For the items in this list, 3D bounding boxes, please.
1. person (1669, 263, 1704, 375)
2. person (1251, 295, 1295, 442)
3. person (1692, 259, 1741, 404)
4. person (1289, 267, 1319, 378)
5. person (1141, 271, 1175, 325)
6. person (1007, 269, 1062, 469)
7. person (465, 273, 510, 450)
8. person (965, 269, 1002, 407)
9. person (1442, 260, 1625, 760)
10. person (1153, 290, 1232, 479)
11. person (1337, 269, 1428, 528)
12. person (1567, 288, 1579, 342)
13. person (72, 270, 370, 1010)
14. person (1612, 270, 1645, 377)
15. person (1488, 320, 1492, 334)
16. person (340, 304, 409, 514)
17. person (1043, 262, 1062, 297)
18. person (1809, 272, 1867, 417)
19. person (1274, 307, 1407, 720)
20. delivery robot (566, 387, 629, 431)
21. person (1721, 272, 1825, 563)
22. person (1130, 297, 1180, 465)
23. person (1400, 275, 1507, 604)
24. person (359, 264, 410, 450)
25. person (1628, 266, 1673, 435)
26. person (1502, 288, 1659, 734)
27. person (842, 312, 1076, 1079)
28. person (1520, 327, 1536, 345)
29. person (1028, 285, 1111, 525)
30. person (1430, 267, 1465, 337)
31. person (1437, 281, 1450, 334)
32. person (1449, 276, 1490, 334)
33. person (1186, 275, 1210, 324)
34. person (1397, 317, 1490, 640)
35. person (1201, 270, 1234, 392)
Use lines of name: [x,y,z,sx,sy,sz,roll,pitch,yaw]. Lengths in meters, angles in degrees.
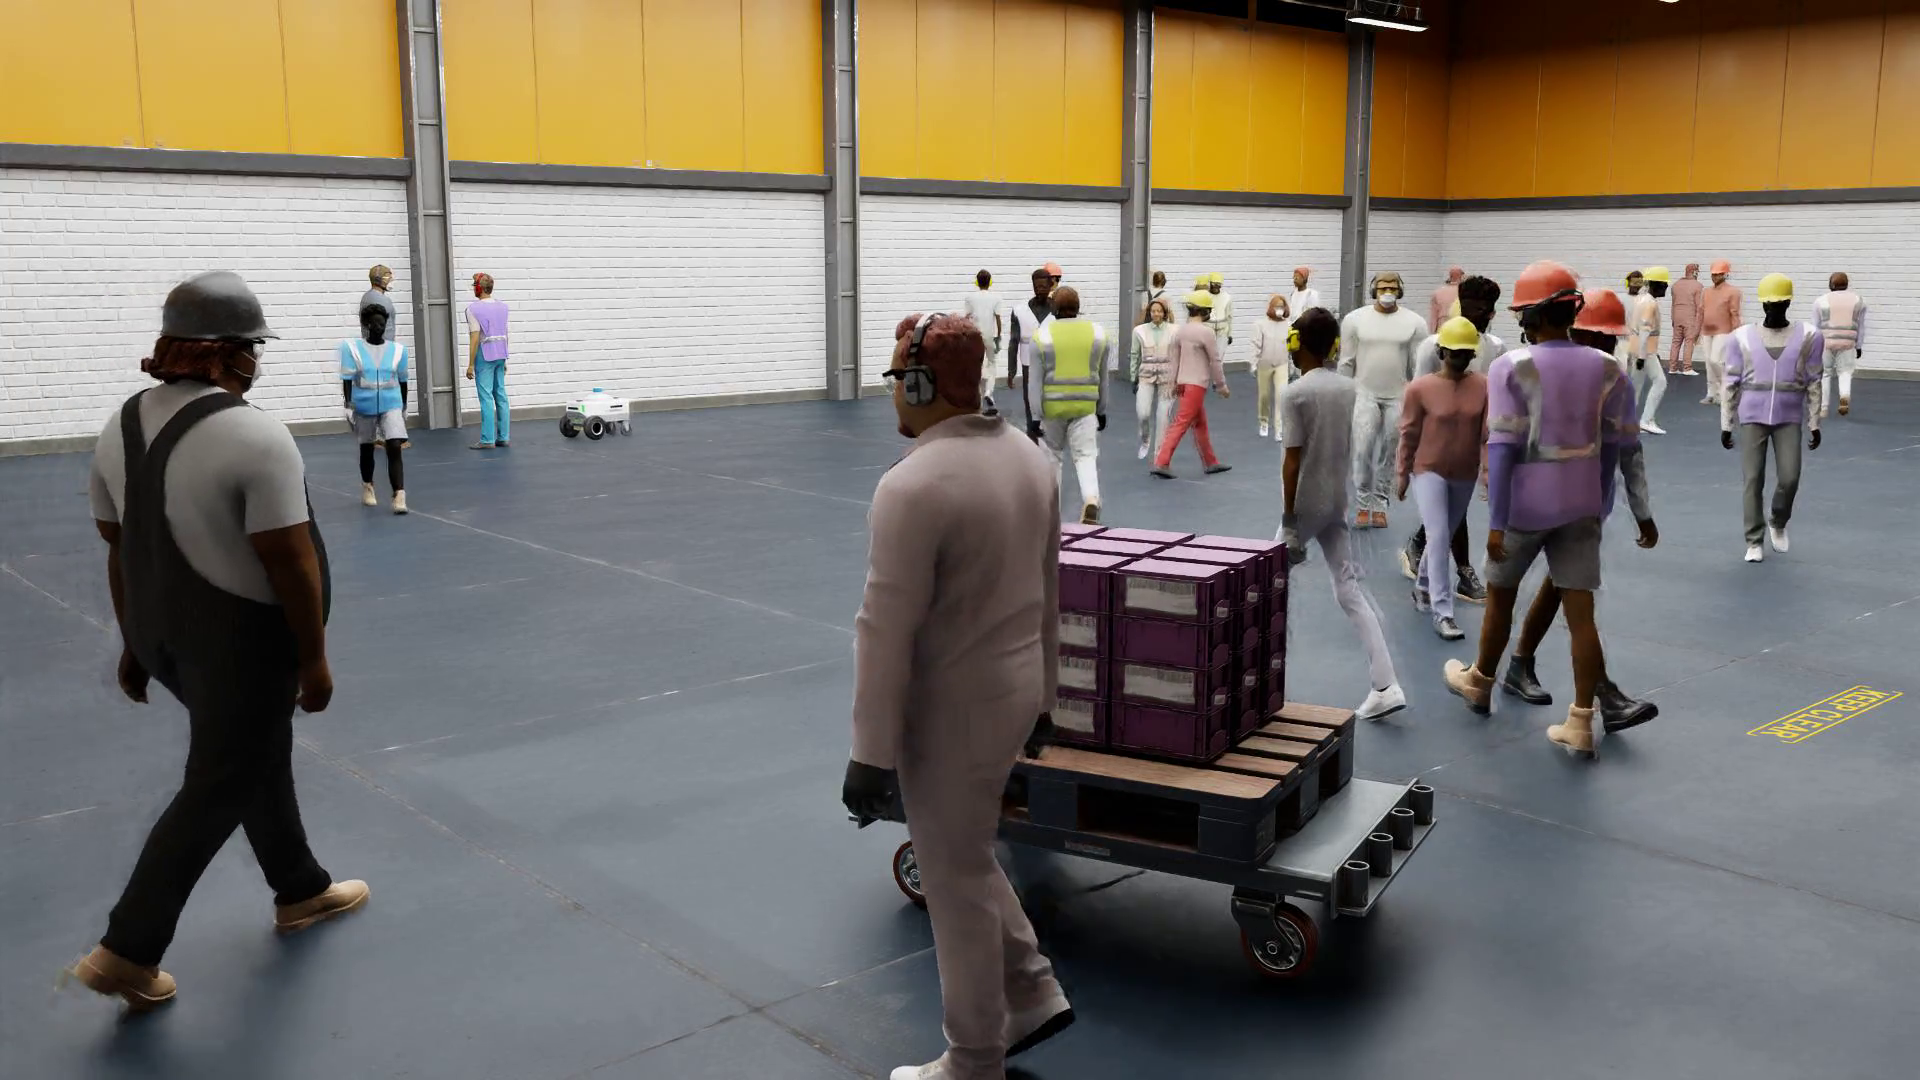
person: [12.391,-3.747,28.300,0.402,1.902,0.640,-5,11,-26]
person: [3.473,-1.916,18.443,0.508,1.597,0.825,1,10,6]
person: [10.291,-2.824,22.681,0.439,1.979,0.619,-4,11,-23]
person: [4.776,-2.832,23.031,0.471,1.868,0.594,-5,11,-28]
person: [3.029,-3.219,25.518,0.529,1.800,0.981,8,12,38]
person: [0.757,-1.608,15.776,0.611,1.902,0.477,2,10,10]
person: [-4.935,-1.866,17.434,0.389,1.846,0.565,5,11,25]
person: [0.291,-2.670,22.139,0.525,1.856,0.391,1,10,3]
person: [2.413,-0.154,6.962,0.643,1.988,1.010,-2,10,-9]
person: [2.135,-1.422,15.218,0.936,1.716,0.524,-5,11,-25]
person: [3.119,-1.022,12.254,0.655,1.923,0.592,1,10,7]
person: [9.545,-3.150,25.632,0.700,1.608,0.536,9,13,41]
person: [-2.093,0.228,4.603,0.685,2.000,0.981,6,11,30]
person: [8.781,-2.619,21.859,0.513,1.846,0.591,2,10,9]
person: [9.126,-3.733,29.046,0.407,1.606,0.516,-3,10,-17]
person: [-4.640,-1.049,13.222,0.535,1.653,0.885,-4,11,-24]
person: [1.181,-2.584,21.366,0.360,1.939,0.543,-2,10,-9]
person: [10.929,-2.429,20.767,0.646,1.827,0.583,3,10,15]
person: [1.603,-0.125,7.383,0.490,1.815,1.030,-6,12,-33]
delivery robot: [-4.042,-1.464,18.581,0.477,0.478,0.707,7,12,37]
person: [5.369,-0.805,11.012,0.623,1.913,0.434,5,11,25]
person: [1.909,-1.532,16.134,0.516,1.627,0.361,1,10,7]
person: [2.985,-0.636,10.039,0.617,1.920,1.005,-4,10,-21]
person: [-6.085,-1.917,17.473,0.376,1.937,0.629,-8,12,-38]
person: [7.863,-2.145,18.912,0.625,1.905,0.608,3,10,15]
person: [2.721,-0.136,7.193,0.545,1.877,1.012,-4,11,-24]
person: [-0.012,0.415,3.938,0.414,1.889,0.671,5,11,26]
person: [8.490,-3.063,24.202,0.617,1.943,1.040,3,10,14]
person: [0.801,-0.945,12.147,0.628,1.820,0.838,-1,10,-8]
person: [7.032,-2.904,23.475,0.666,1.864,0.958,9,14,44]
person: [8.218,-3.551,27.854,0.545,1.644,0.890,0,10,0]
person: [6.038,-2.207,19.613,0.992,1.781,0.630,-3,10,-17]
person: [3.815,-3.280,26.086,0.647,1.725,0.499,-7,12,-35]
person: [2.642,-0.366,9.076,0.513,1.706,0.967,-1,10,-5]
person: [3.803,-3.144,25.008,0.599,1.811,0.580,0,10,-1]
